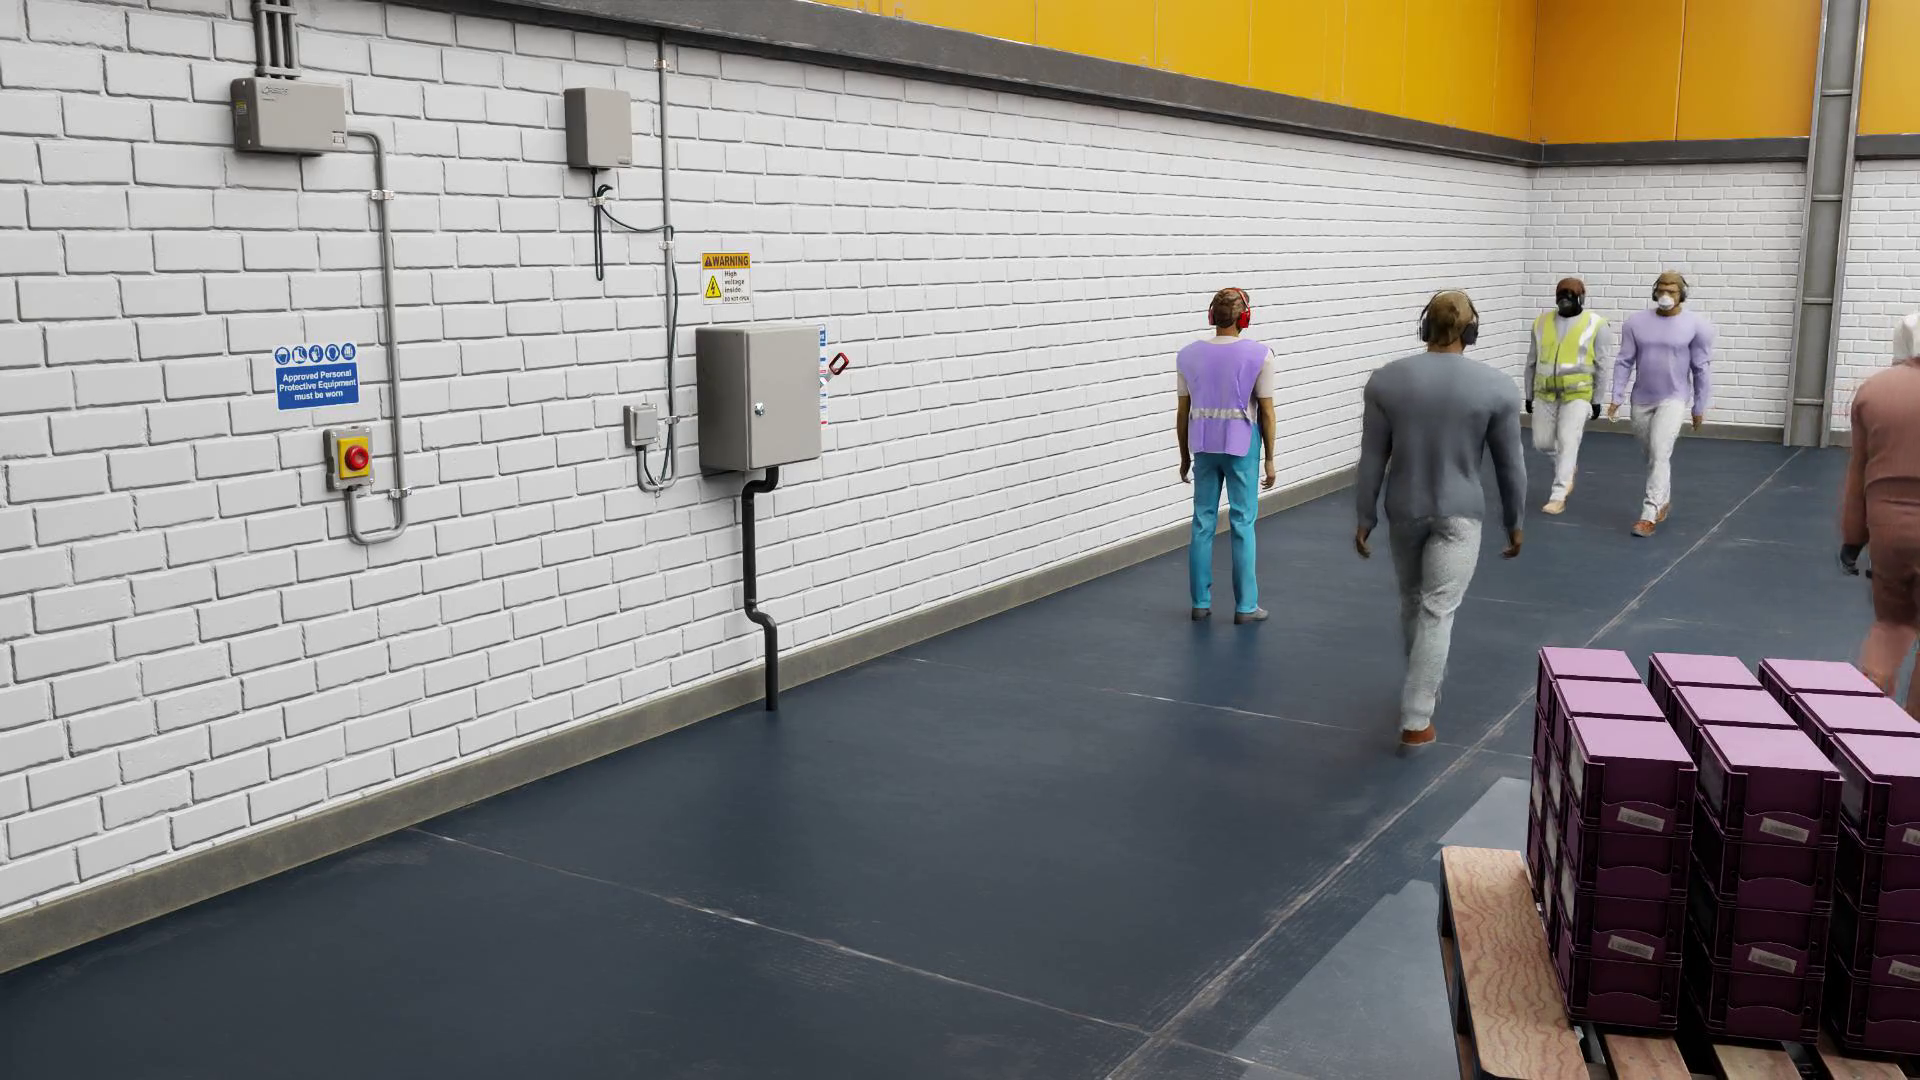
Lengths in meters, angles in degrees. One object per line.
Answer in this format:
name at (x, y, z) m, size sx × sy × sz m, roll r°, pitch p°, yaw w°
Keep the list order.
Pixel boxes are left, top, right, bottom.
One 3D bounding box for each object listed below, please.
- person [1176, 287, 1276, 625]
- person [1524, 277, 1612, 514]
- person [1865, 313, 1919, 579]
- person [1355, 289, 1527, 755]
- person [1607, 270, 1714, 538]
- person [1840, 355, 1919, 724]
person at (1.449, -0.454, 9.117) m, size 0.563 × 1.847 × 0.388 m, roll 5°, pitch 11°, yaw 27°
person at (4.716, -1.133, 12.941) m, size 0.640 × 1.824 × 0.670 m, roll 9°, pitch 13°, yaw 40°
person at (5.865, -0.698, 10.033) m, size 0.980 × 2.000 × 0.640 m, roll -10°, pitch 14°, yaw -44°
person at (2.055, -0.102, 7.047) m, size 0.660 × 1.886 × 1.006 m, roll 6°, pitch 12°, yaw 29°
person at (5.098, -1.005, 12.078) m, size 0.635 × 1.896 × 1.024 m, roll 10°, pitch 14°, yaw 43°
person at (3.785, 0.006, 6.454) m, size 0.422 × 1.889 × 0.668 m, roll -7°, pitch 12°, yaw -32°
